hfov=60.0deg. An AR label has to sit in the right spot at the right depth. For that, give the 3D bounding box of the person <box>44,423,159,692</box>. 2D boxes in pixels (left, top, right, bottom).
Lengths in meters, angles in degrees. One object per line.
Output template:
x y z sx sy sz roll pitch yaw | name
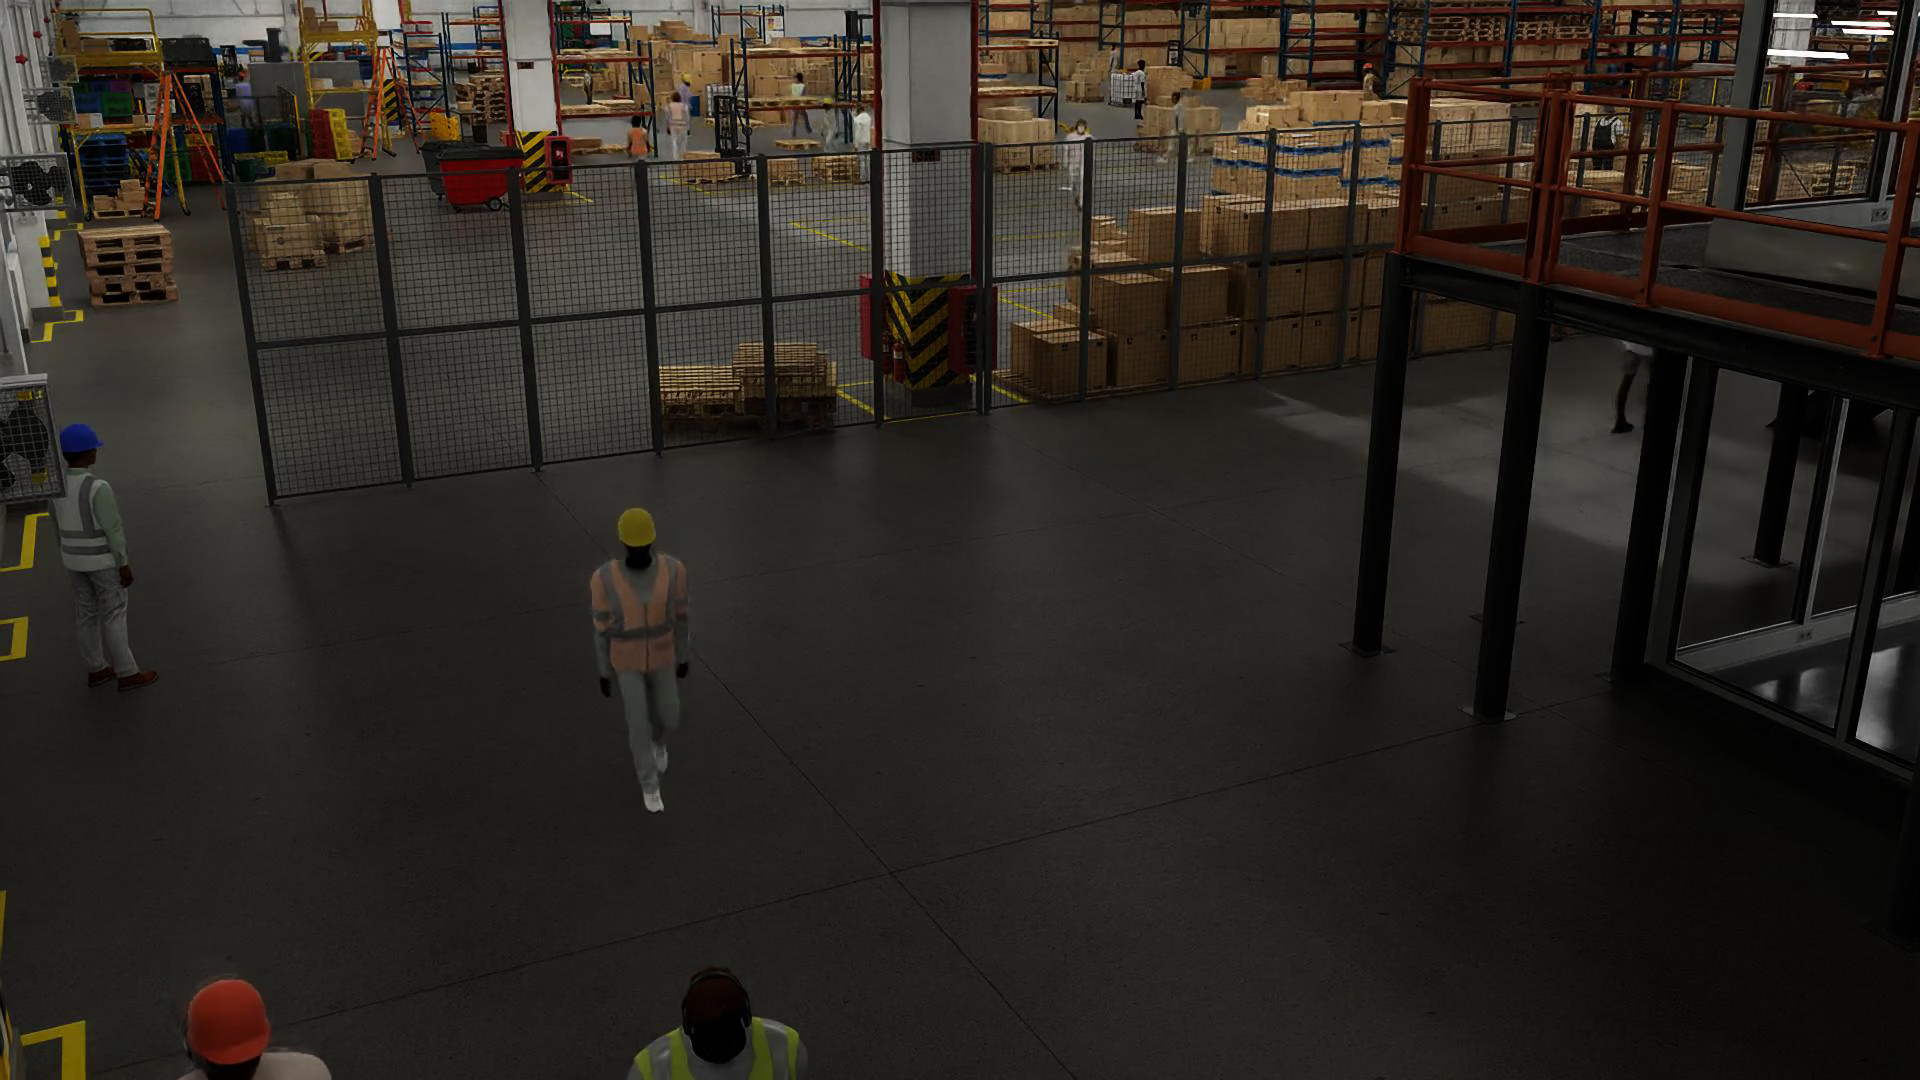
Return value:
-6.079 0.130 11.701 0.607 1.948 0.389 8 20 21 | person

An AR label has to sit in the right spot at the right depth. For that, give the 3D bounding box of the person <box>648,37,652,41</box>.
-13.971 -21.828 75.421 0.691 1.904 0.430 0 19 1 | person

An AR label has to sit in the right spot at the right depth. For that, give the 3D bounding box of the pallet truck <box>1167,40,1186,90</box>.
9.045 -19.971 69.895 0.823 1.965 1.885 -3 19 -8 | pallet truck

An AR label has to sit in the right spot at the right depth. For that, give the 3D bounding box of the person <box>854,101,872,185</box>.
-2.296 -9.338 39.163 0.355 1.936 0.635 9 21 25 | person

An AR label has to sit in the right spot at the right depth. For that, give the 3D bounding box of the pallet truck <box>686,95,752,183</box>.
-5.836 -9.608 39.856 0.823 1.965 1.885 10 22 27 | pallet truck

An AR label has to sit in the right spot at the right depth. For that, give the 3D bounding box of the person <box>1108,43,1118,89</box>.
6.456 -19.976 70.113 0.335 1.865 0.519 12 22 30 | person

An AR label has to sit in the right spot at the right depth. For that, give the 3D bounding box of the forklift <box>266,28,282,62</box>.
-24.567 -16.973 59.873 1.873 2.768 1.129 -9 21 -25 | forklift

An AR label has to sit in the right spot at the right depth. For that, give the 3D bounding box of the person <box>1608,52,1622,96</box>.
26.091 -18.544 66.228 0.393 1.682 0.541 -8 21 -22 | person

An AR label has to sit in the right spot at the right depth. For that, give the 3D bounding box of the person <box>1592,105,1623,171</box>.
14.550 -8.859 37.619 0.537 2.000 0.689 -12 22 -31 | person

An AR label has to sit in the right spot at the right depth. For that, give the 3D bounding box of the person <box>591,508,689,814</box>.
-1.930 0.692 10.130 0.593 1.911 0.559 -7 20 -20 | person

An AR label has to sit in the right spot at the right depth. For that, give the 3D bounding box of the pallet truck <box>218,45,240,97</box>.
-28.879 -18.665 66.111 0.823 1.965 1.885 -3 19 -9 | pallet truck

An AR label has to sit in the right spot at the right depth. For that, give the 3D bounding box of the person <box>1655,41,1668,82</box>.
31.230 -21.265 73.822 0.634 1.879 1.024 2 19 4 | person

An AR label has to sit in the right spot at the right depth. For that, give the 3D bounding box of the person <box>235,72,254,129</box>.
-21.807 -13.277 50.651 0.494 1.898 0.554 12 23 32 | person

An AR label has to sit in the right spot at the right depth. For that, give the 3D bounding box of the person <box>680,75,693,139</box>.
-8.214 -13.009 49.913 0.372 1.875 0.689 -7 20 -20 | person

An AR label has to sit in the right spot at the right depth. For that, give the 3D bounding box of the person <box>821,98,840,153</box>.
-3.415 -10.653 43.337 0.923 1.697 0.496 -14 23 -35 | person

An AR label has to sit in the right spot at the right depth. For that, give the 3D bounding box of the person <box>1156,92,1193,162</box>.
5.725 -10.824 43.664 0.991 1.820 0.538 9 21 25 | person

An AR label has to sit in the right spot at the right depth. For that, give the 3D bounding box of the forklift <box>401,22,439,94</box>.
-21.656 -19.175 66.256 1.129 2.768 1.873 -1 19 -2 | forklift

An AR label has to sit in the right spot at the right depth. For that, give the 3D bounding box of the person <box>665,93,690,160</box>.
-7.374 -10.768 43.532 0.649 1.791 0.952 0 19 -1 | person

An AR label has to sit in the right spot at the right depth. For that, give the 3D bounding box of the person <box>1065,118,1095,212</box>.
2.531 -7.916 35.066 0.638 1.924 0.737 3 19 8 | person

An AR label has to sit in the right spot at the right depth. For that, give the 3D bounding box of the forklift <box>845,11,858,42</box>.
-5.438 -25.090 83.400 1.873 2.768 1.129 -9 21 -25 | forklift

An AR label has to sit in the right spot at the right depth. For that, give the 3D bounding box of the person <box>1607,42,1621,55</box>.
28.154 -20.537 71.793 0.648 1.823 0.451 -5 20 -14 | person

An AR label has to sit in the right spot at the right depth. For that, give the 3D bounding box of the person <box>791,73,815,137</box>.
-4.820 -13.183 50.420 0.595 1.868 0.994 11 22 30 | person

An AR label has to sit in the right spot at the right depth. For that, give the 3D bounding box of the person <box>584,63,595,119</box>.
-12.547 -15.203 56.325 0.341 1.839 0.501 -3 19 -9 | person

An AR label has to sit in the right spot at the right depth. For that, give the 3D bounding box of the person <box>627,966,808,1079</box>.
-0.792 2.270 5.659 0.634 1.842 0.429 -6 20 -17 | person

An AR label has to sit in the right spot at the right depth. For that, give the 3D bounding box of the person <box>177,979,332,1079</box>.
-2.304 2.272 5.437 0.636 1.982 0.517 -12 22 -31 | person

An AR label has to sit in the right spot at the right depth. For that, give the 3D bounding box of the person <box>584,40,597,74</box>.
-15.913 -20.615 71.904 0.846 1.915 0.550 -16 25 -39 | person

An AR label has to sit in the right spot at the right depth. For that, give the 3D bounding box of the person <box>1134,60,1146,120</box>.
6.062 -15.121 55.882 0.367 1.966 0.607 -5 20 -15 | person

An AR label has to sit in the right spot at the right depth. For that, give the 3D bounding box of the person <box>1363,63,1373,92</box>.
13.369 -14.704 54.716 0.356 1.936 0.551 -1 19 -2 | person

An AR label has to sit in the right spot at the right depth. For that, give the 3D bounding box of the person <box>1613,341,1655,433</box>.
7.621 -2.143 18.358 0.916 1.896 0.566 -11 22 -30 | person

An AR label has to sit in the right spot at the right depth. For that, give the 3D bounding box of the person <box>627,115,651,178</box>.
-7.422 -8.988 38.526 0.547 1.683 0.369 4 20 13 | person
